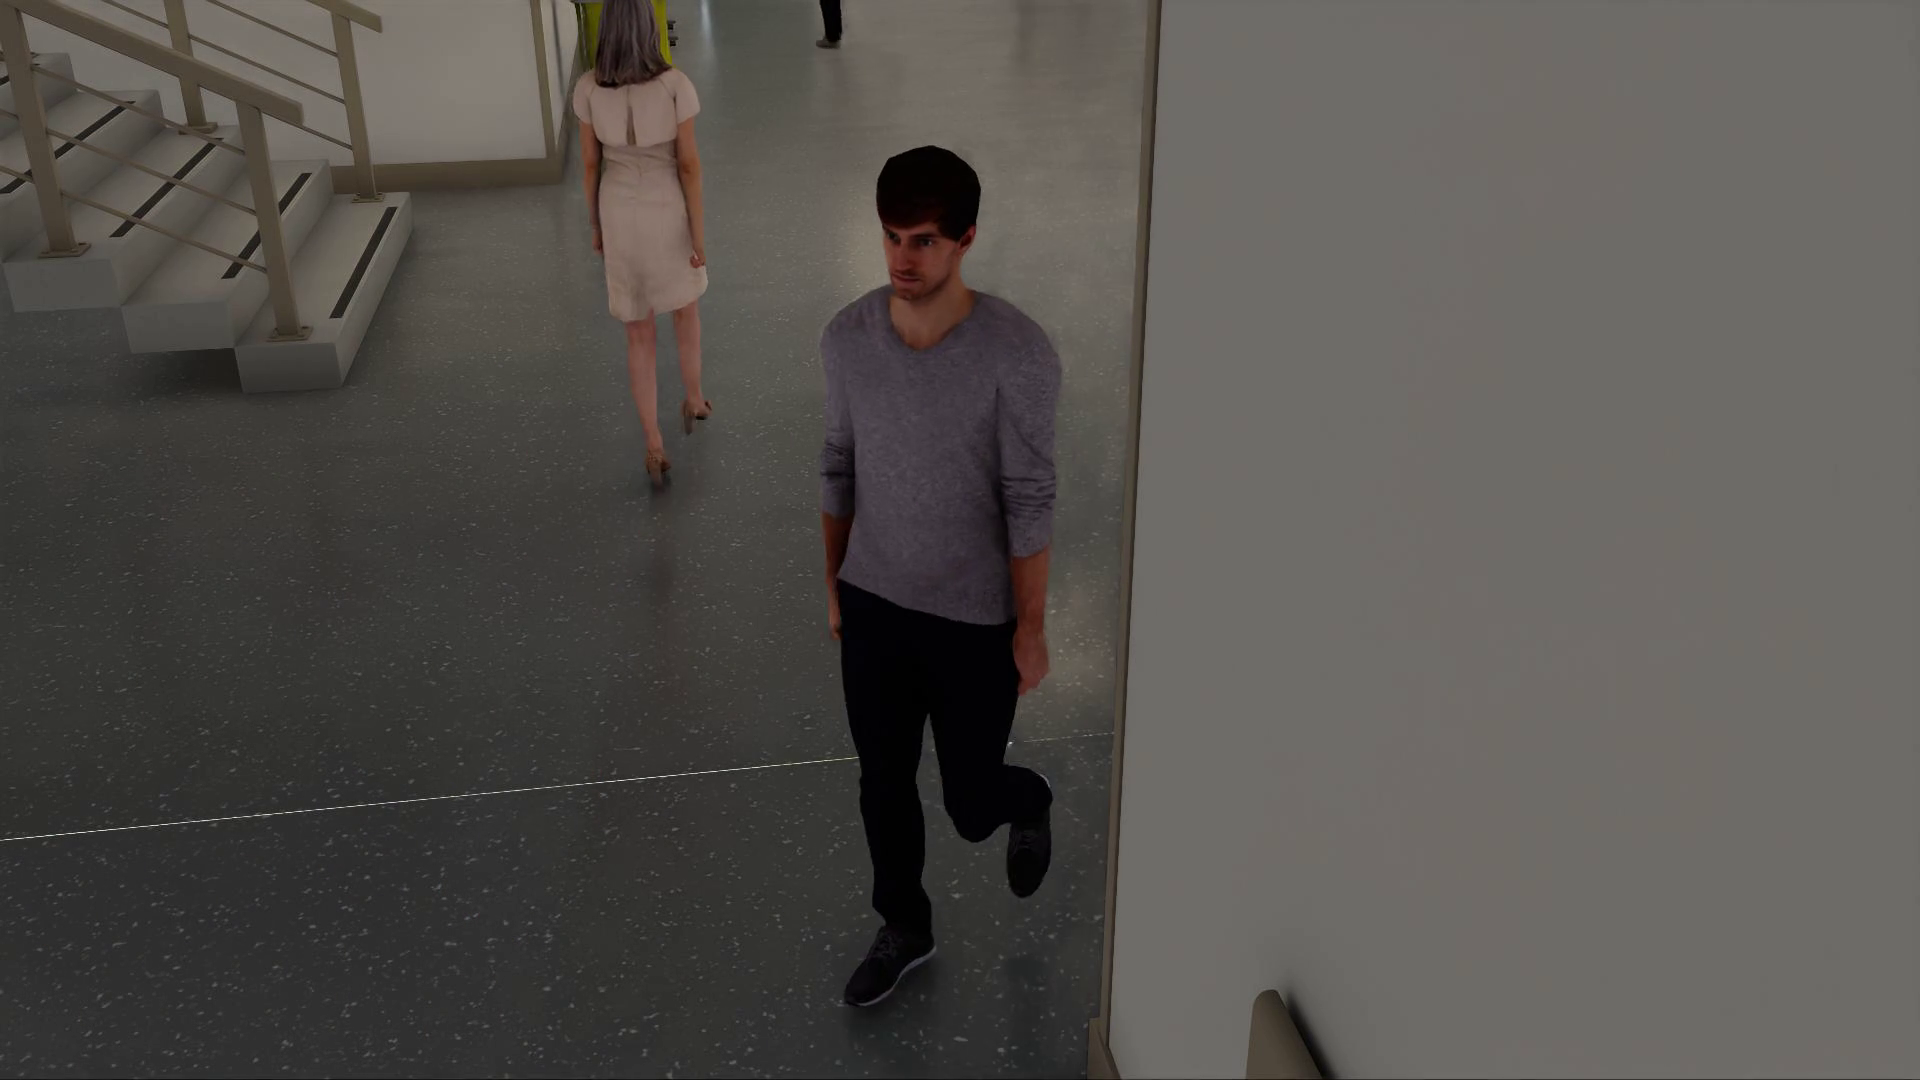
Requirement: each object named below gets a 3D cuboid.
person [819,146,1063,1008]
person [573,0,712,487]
[{"bbox_3d":[0.002,0.102,3.381,0.956,1.822,0.999,15,29,28],"label":"person"},{"bbox_3d":[-1.100,-1.015,5.830,0.909,1.708,0.763,0,26,0],"label":"person"}]
